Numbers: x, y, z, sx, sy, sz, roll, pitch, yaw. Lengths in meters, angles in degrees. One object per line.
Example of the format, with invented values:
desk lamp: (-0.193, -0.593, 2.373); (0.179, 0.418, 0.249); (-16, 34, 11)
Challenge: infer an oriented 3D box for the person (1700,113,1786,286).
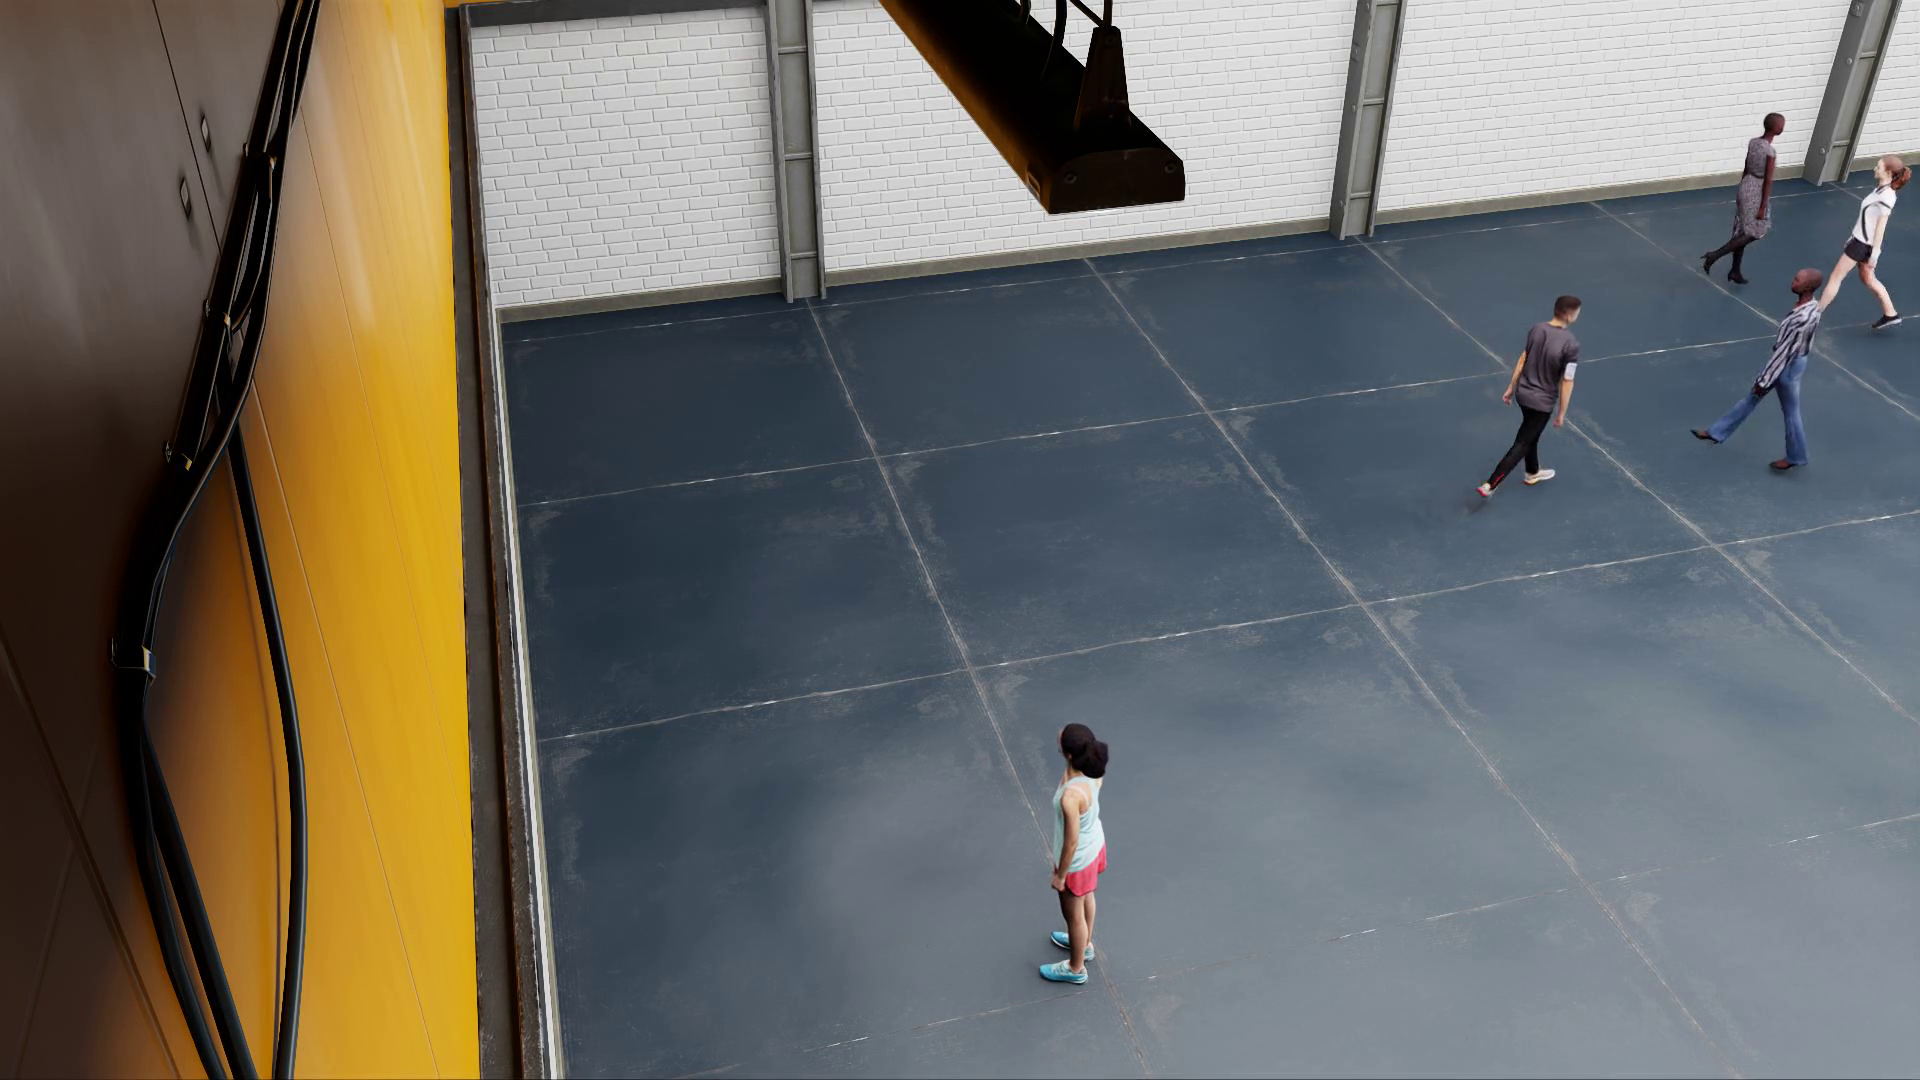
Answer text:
person: (7.722, -3.324, 16.395); (0.868, 1.776, 0.694); (-4, 34, -6)

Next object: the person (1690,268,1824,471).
person: (6.744, -1.312, 13.393); (1.247, 1.747, 1.136); (15, 36, 21)

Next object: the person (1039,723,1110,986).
person: (0.623, 1.671, 8.891); (0.728, 1.764, 0.685); (13, 36, 18)

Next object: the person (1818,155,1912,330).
person: (8.567, -2.727, 15.555); (1.213, 1.711, 1.055); (13, 36, 19)

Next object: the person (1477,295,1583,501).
person: (4.448, -1.067, 13.050); (1.208, 1.720, 0.864); (-18, 37, -24)
